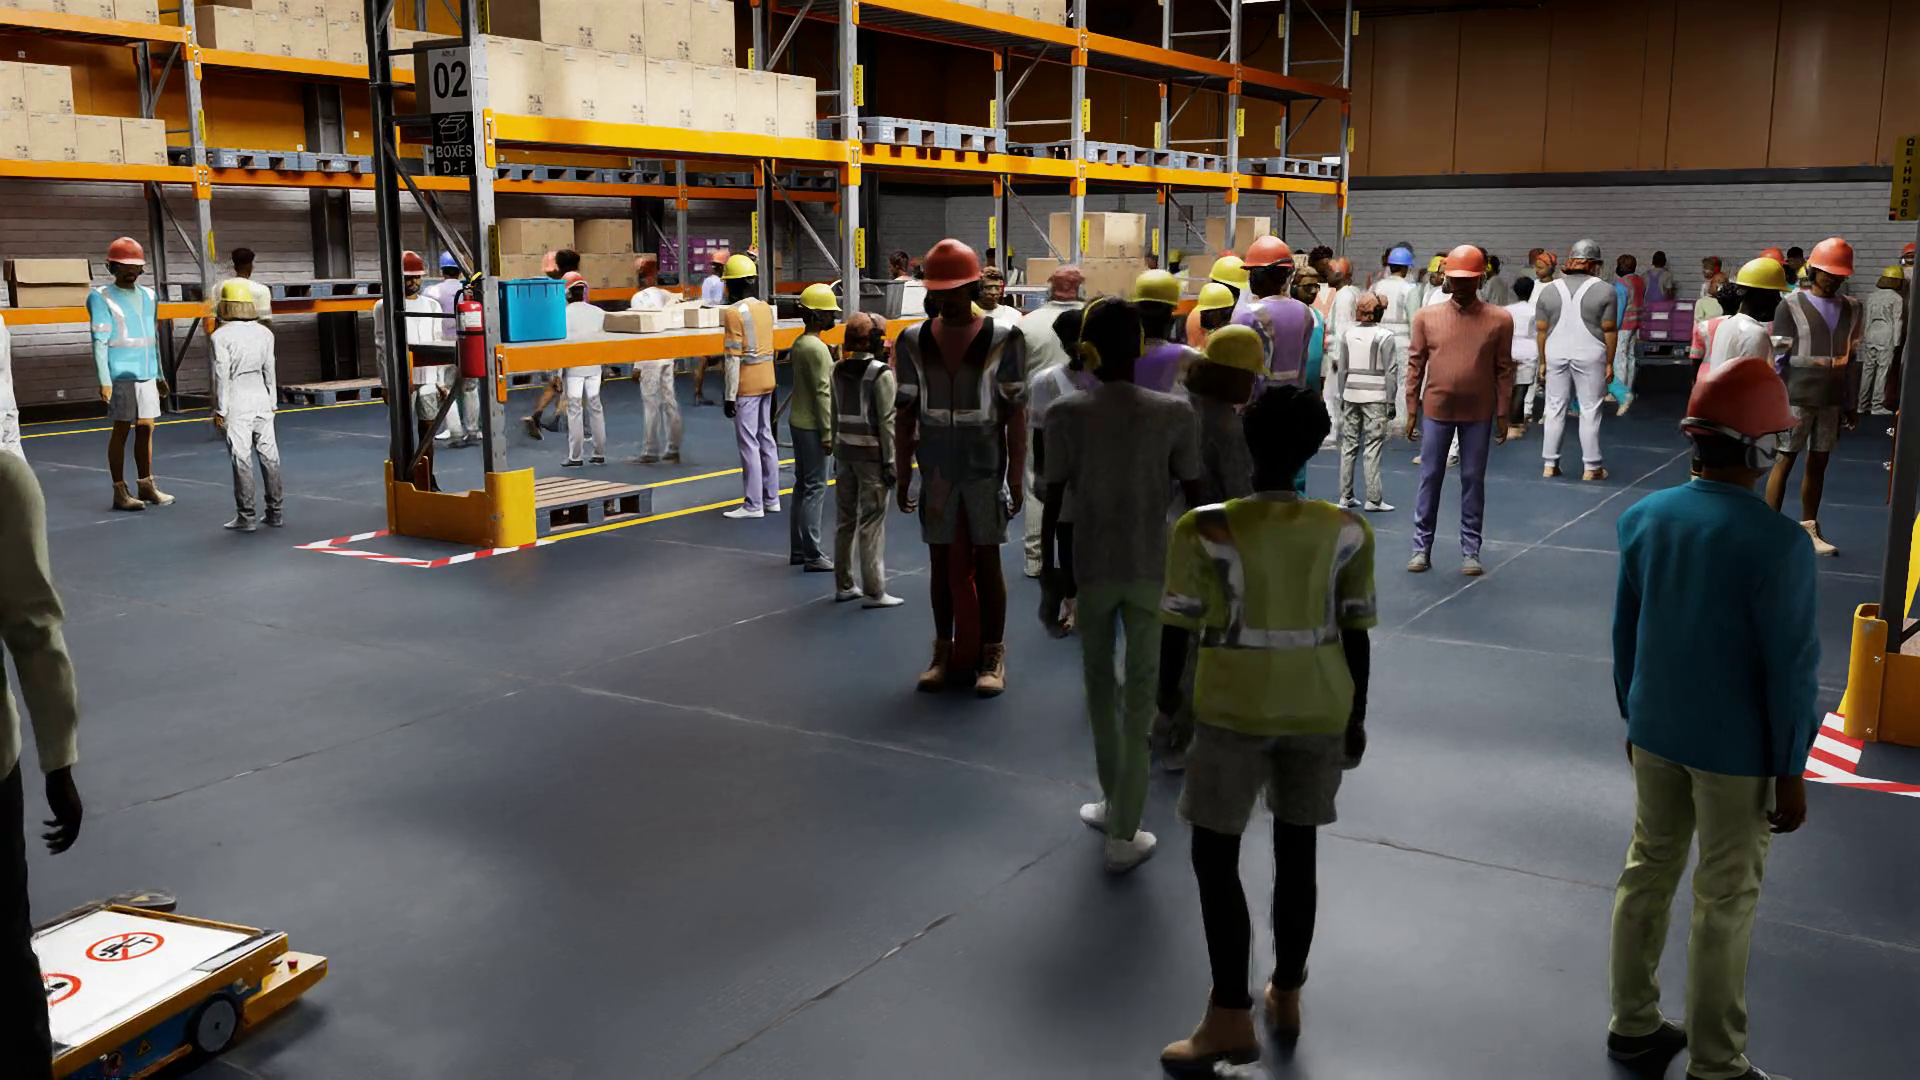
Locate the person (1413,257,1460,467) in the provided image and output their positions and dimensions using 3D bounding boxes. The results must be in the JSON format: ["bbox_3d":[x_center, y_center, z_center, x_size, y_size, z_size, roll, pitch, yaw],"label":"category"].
[{"bbox_3d":[4.351,-1.587,14.899,0.365,1.879,0.580,-8,13,-37],"label":"person"}]

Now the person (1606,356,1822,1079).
[{"bbox_3d":[1.783,0.448,3.930,0.320,1.755,0.569,-4,11,-21],"label":"person"}]

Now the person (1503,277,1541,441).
[{"bbox_3d":[5.764,-1.858,16.997,0.555,1.641,0.894,9,13,39],"label":"person"}]

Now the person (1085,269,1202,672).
[{"bbox_3d":[0.816,-0.266,7.515,0.621,1.896,0.850,3,11,16],"label":"person"}]

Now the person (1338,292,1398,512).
[{"bbox_3d":[3.042,-1.027,12.434,0.305,1.640,0.522,-8,13,-36],"label":"person"}]

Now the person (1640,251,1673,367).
[{"bbox_3d":[11.158,-3.699,26.668,0.505,1.847,0.348,9,14,42],"label":"person"}]

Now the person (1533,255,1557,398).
[{"bbox_3d":[7.510,-2.769,21.513,0.384,1.845,0.569,6,12,30],"label":"person"}]

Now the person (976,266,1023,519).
[{"bbox_3d":[0.187,-1.060,12.080,0.561,1.836,0.395,-2,10,-10],"label":"person"}]

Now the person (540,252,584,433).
[{"bbox_3d":[-4.265,-2.070,17.518,0.571,1.889,0.960,4,11,22],"label":"person"}]

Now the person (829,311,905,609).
[{"bbox_3d":[-0.533,-0.439,9.186,0.310,1.638,0.517,-9,14,-42],"label":"person"}]

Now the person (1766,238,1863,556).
[{"bbox_3d":[5.457,-0.895,10.614,0.605,2.034,0.390,-1,10,-8],"label":"person"}]

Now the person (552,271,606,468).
[{"bbox_3d":[-3.411,-1.519,14.868,0.336,1.743,0.561,9,14,42],"label":"person"}]

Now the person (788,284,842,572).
[{"bbox_3d":[-0.879,-0.685,10.211,0.335,1.760,0.526,-4,11,-20],"label":"person"}]

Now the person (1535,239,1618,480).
[{"bbox_3d":[5.263,-1.536,14.141,0.673,2.000,0.536,8,13,39],"label":"person"}]

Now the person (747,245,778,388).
[{"bbox_3d":[-2.754,-3.052,22.676,0.623,1.990,0.390,9,13,39],"label":"person"}]

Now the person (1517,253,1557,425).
[{"bbox_3d":[6.405,-2.208,18.297,0.358,1.885,0.572,-9,14,-41],"label":"person"}]

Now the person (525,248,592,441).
[{"bbox_3d":[-3.963,-1.921,16.542,0.615,1.945,0.689,7,12,35],"label":"person"}]

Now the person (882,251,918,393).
[{"bbox_3d":[-0.608,-2.130,17.819,0.414,1.906,0.598,6,12,30],"label":"person"}]

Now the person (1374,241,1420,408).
[{"bbox_3d":[5.300,-2.611,20.100,0.556,2.000,0.702,-3,11,-18],"label":"person"}]

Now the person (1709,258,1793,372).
[{"bbox_3d":[4.396,-0.611,9.338,0.386,1.922,0.594,1,10,7],"label":"person"}]

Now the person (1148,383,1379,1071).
[{"bbox_3d":[0.773,0.464,4.099,0.594,1.671,0.537,-2,10,-9],"label":"person"}]

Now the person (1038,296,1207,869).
[{"bbox_3d":[0.571,0.135,5.444,0.614,1.842,0.536,2,10,9],"label":"person"}]

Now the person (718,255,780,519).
[{"bbox_3d":[-1.564,-1.115,12.166,0.409,1.918,0.584,4,11,20],"label":"person"}]

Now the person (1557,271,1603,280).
[{"bbox_3d":[8.107,-2.882,21.752,0.630,1.972,0.561,-2,10,-11],"label":"person"}]

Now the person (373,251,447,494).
[{"bbox_3d":[-4.197,-1.239,12.780,0.354,1.939,0.544,10,14,44],"label":"person"}]

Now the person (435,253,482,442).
[{"bbox_3d":[-5.077,-1.948,16.798,0.651,1.907,0.409,6,12,30],"label":"person"}]

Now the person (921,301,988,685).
[{"bbox_3d":[0.008,-0.220,7.610,0.309,1.769,0.523,5,11,27],"label":"person"}]

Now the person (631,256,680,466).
[{"bbox_3d":[-2.747,-1.606,14.963,0.337,1.882,0.584,5,11,25],"label":"person"}]

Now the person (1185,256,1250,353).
[{"bbox_3d":[1.707,-0.900,10.963,0.385,1.917,0.584,8,13,37],"label":"person"}]

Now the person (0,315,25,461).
[{"bbox_3d":[-6.865,-0.953,11.736,0.311,1.744,0.486,1,10,3],"label":"person"}]

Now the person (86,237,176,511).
[{"bbox_3d":[-6.221,-1.247,12.537,0.384,2.039,0.614,3,11,19],"label":"person"}]

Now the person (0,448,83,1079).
[{"bbox_3d":[-2.069,0.457,3.250,0.626,1.987,0.403,-5,11,-26],"label":"person"}]

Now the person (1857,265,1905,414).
[{"bbox_3d":[10.751,-2.318,19.345,0.324,1.729,0.490,-3,11,-18],"label":"person"}]

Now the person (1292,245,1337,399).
[{"bbox_3d":[3.622,-1.981,16.806,0.613,1.965,0.361,-1,10,-6],"label":"person"}]

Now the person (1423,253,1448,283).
[{"bbox_3d":[6.606,-3.041,23.056,0.506,1.839,0.338,-7,12,-33],"label":"person"}]

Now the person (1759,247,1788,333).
[{"bbox_3d":[8.899,-2.252,18.395,0.358,1.938,0.545,3,11,15],"label":"person"}]

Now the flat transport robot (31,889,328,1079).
[{"bbox_3d":[-2.248,1.193,3.924,0.652,0.197,1.431,4,11,19],"label":"flat transport robot"}]

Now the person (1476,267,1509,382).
[{"bbox_3d":[7.505,-3.101,23.644,0.560,1.744,0.343,-4,11,-23],"label":"person"}]

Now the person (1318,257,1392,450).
[{"bbox_3d":[3.756,-1.779,15.983,0.708,1.863,0.611,2,10,10],"label":"person"}]

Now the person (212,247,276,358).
[{"bbox_3d":[-7.386,-2.036,17.150,0.627,1.951,0.486,0,10,-1],"label":"person"}]

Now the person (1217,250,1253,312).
[{"bbox_3d":[3.111,-2.393,19.238,0.589,1.908,0.411,-5,12,-27],"label":"person"}]

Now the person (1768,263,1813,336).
[{"bbox_3d":[8.586,-1.926,17.005,0.605,1.782,0.925,5,11,24],"label":"person"}]

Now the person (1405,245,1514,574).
[{"bbox_3d":[3.011,-0.778,10.072,0.623,1.989,0.400,3,11,17],"label":"person"}]

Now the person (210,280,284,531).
[{"bbox_3d":[-5.016,-0.938,11.653,0.299,1.743,0.493,6,12,28],"label":"person"}]

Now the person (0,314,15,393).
[{"bbox_3d":[-8.316,-1.405,14.209,0.326,1.752,0.560,2,10,9],"label":"person"}]

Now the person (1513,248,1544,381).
[{"bbox_3d":[8.286,-3.249,24.005,0.410,1.909,0.643,-6,12,-31],"label":"person"}]

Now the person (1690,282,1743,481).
[{"bbox_3d":[6.127,-1.215,13.336,0.535,1.691,0.317,6,12,32],"label":"person"}]

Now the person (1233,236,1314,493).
[{"bbox_3d":[1.747,-0.713,9.573,0.608,2.044,0.378,-9,14,-42],"label":"person"}]

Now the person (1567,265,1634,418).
[{"bbox_3d":[7.212,-2.262,18.824,0.796,1.809,0.518,5,11,25],"label":"person"}]

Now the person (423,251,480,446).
[{"bbox_3d":[-4.947,-1.866,16.326,0.627,1.913,0.580,-7,12,-32],"label":"person"}]

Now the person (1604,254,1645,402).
[{"bbox_3d":[8.323,-2.659,20.918,0.429,1.844,0.623,10,14,43],"label":"person"}]

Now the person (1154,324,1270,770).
[{"bbox_3d":[0.937,0.044,6.305,0.400,1.711,0.522,-3,11,-18],"label":"person"}]

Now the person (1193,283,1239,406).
[{"bbox_3d":[1.612,-0.733,10.478,0.334,1.759,0.526,-2,10,-10],"label":"person"}]

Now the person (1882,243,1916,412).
[{"bbox_3d":[11.133,-2.486,19.559,0.608,1.984,0.397,4,11,21],"label":"person"}]

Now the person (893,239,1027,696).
[{"bbox_3d":[-0.011,-0.312,7.411,0.616,2.028,0.410,3,11,15],"label":"person"}]

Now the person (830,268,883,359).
[{"bbox_3d":[-1.137,-2.188,18.136,0.595,1.908,0.404,-3,11,-15],"label":"person"}]

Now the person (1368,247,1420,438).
[{"bbox_3d":[4.471,-2.027,17.122,0.404,1.945,0.614,-9,13,-39],"label":"person"}]

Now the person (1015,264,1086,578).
[{"bbox_3d":[0.613,-0.709,10.022,0.671,1.882,0.429,1,10,5],"label":"person"}]

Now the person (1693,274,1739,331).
[{"bbox_3d":[8.750,-2.262,19.286,0.500,1.636,0.282,1,10,5],"label":"person"}]
